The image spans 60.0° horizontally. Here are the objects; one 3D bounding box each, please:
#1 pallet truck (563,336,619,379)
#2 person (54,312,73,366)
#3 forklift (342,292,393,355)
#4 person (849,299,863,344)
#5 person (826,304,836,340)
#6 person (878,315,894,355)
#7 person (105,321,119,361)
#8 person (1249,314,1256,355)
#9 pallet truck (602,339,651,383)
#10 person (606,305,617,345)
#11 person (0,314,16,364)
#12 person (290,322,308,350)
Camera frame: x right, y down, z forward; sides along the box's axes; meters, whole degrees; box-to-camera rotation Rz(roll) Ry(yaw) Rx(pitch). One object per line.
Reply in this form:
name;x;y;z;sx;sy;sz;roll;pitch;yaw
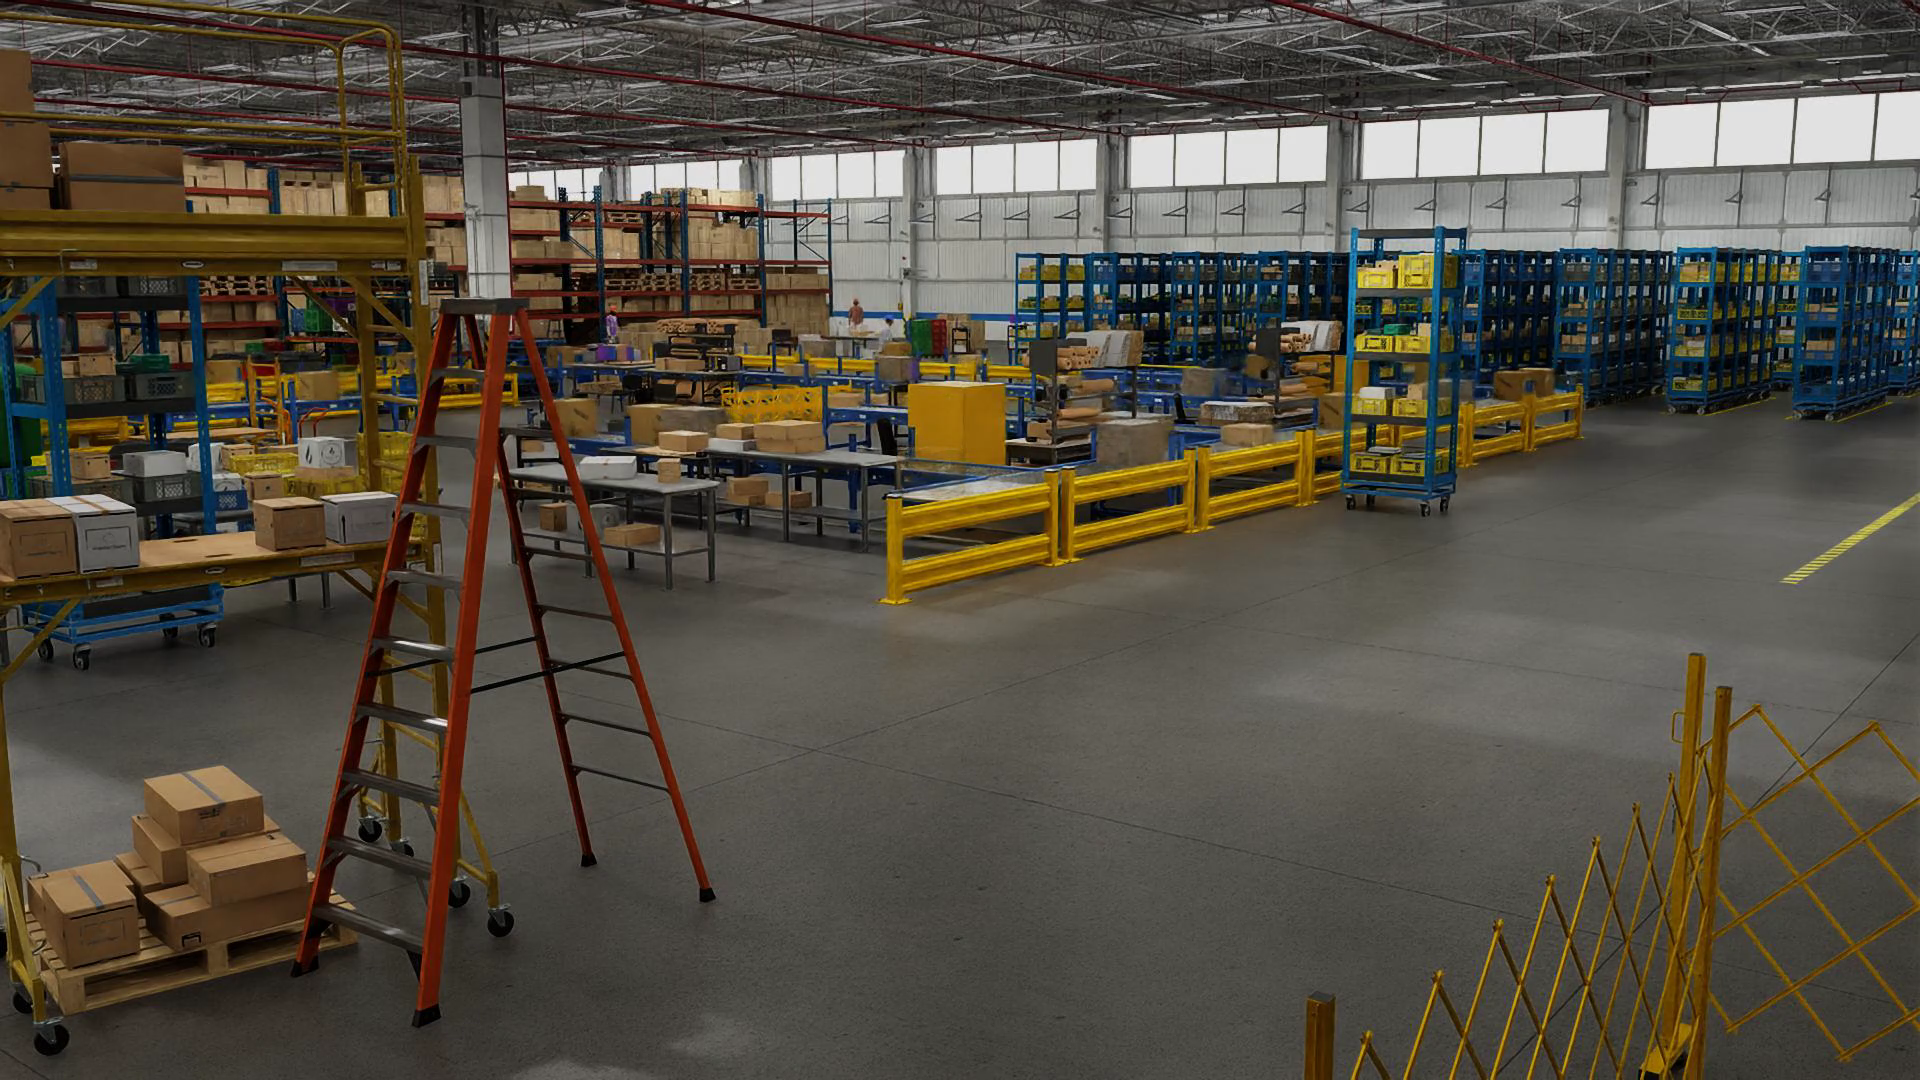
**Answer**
pallet truck;-10.690;-5.294;48.215;1.601;1.201;0.680;-5;10;-26
person;-28.589;-6.421;53.161;0.661;1.893;0.976;7;11;36
forklift;-16.485;-5.622;45.120;1.129;2.768;1.873;7;11;37
person;-4.513;-9.487;72.135;0.625;1.958;0.995;-1;9;-5
person;-5.589;-9.023;69.688;0.883;1.815;0.619;2;9;13
person;-2.060;-5.226;45.719;0.480;1.895;0.762;0;9;0
person;-25.810;-5.870;50.679;0.511;1.593;0.836;4;10;25
person;8.967;-5.916;50.224;0.404;1.829;0.588;-6;11;-33
pallet truck;-8.991;-4.871;45.351;0.653;1.274;1.630;7;11;37
person;-11.992;-7.129;57.451;0.350;1.941;0.545;3;10;19
person;-27.989;-5.700;48.657;0.431;1.894;0.669;6;11;35
person;-17.920;-5.133;45.365;0.620;1.815;0.610;5;11;30
